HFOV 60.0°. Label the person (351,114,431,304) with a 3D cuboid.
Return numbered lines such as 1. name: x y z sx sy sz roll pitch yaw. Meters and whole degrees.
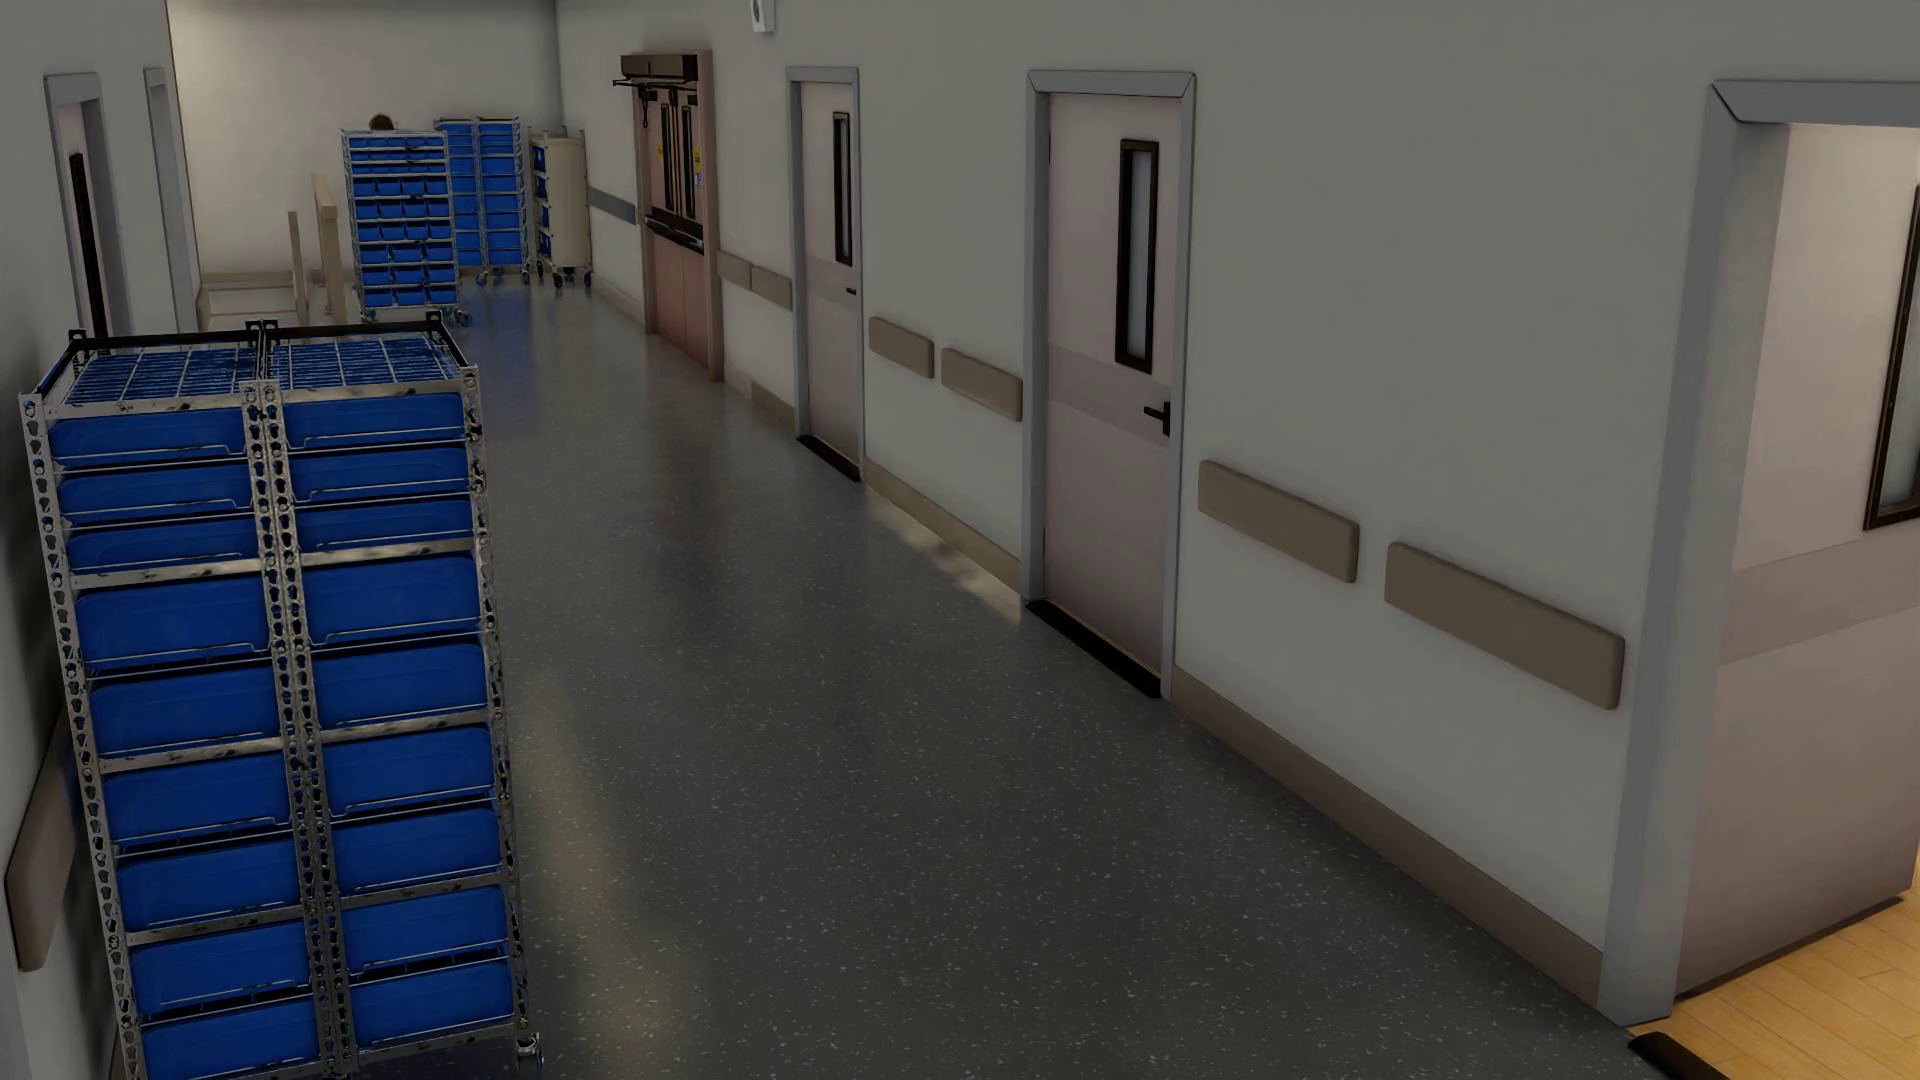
1. person: -5.524 -3.237 16.384 1.064 1.852 0.693 -1 16 -3
